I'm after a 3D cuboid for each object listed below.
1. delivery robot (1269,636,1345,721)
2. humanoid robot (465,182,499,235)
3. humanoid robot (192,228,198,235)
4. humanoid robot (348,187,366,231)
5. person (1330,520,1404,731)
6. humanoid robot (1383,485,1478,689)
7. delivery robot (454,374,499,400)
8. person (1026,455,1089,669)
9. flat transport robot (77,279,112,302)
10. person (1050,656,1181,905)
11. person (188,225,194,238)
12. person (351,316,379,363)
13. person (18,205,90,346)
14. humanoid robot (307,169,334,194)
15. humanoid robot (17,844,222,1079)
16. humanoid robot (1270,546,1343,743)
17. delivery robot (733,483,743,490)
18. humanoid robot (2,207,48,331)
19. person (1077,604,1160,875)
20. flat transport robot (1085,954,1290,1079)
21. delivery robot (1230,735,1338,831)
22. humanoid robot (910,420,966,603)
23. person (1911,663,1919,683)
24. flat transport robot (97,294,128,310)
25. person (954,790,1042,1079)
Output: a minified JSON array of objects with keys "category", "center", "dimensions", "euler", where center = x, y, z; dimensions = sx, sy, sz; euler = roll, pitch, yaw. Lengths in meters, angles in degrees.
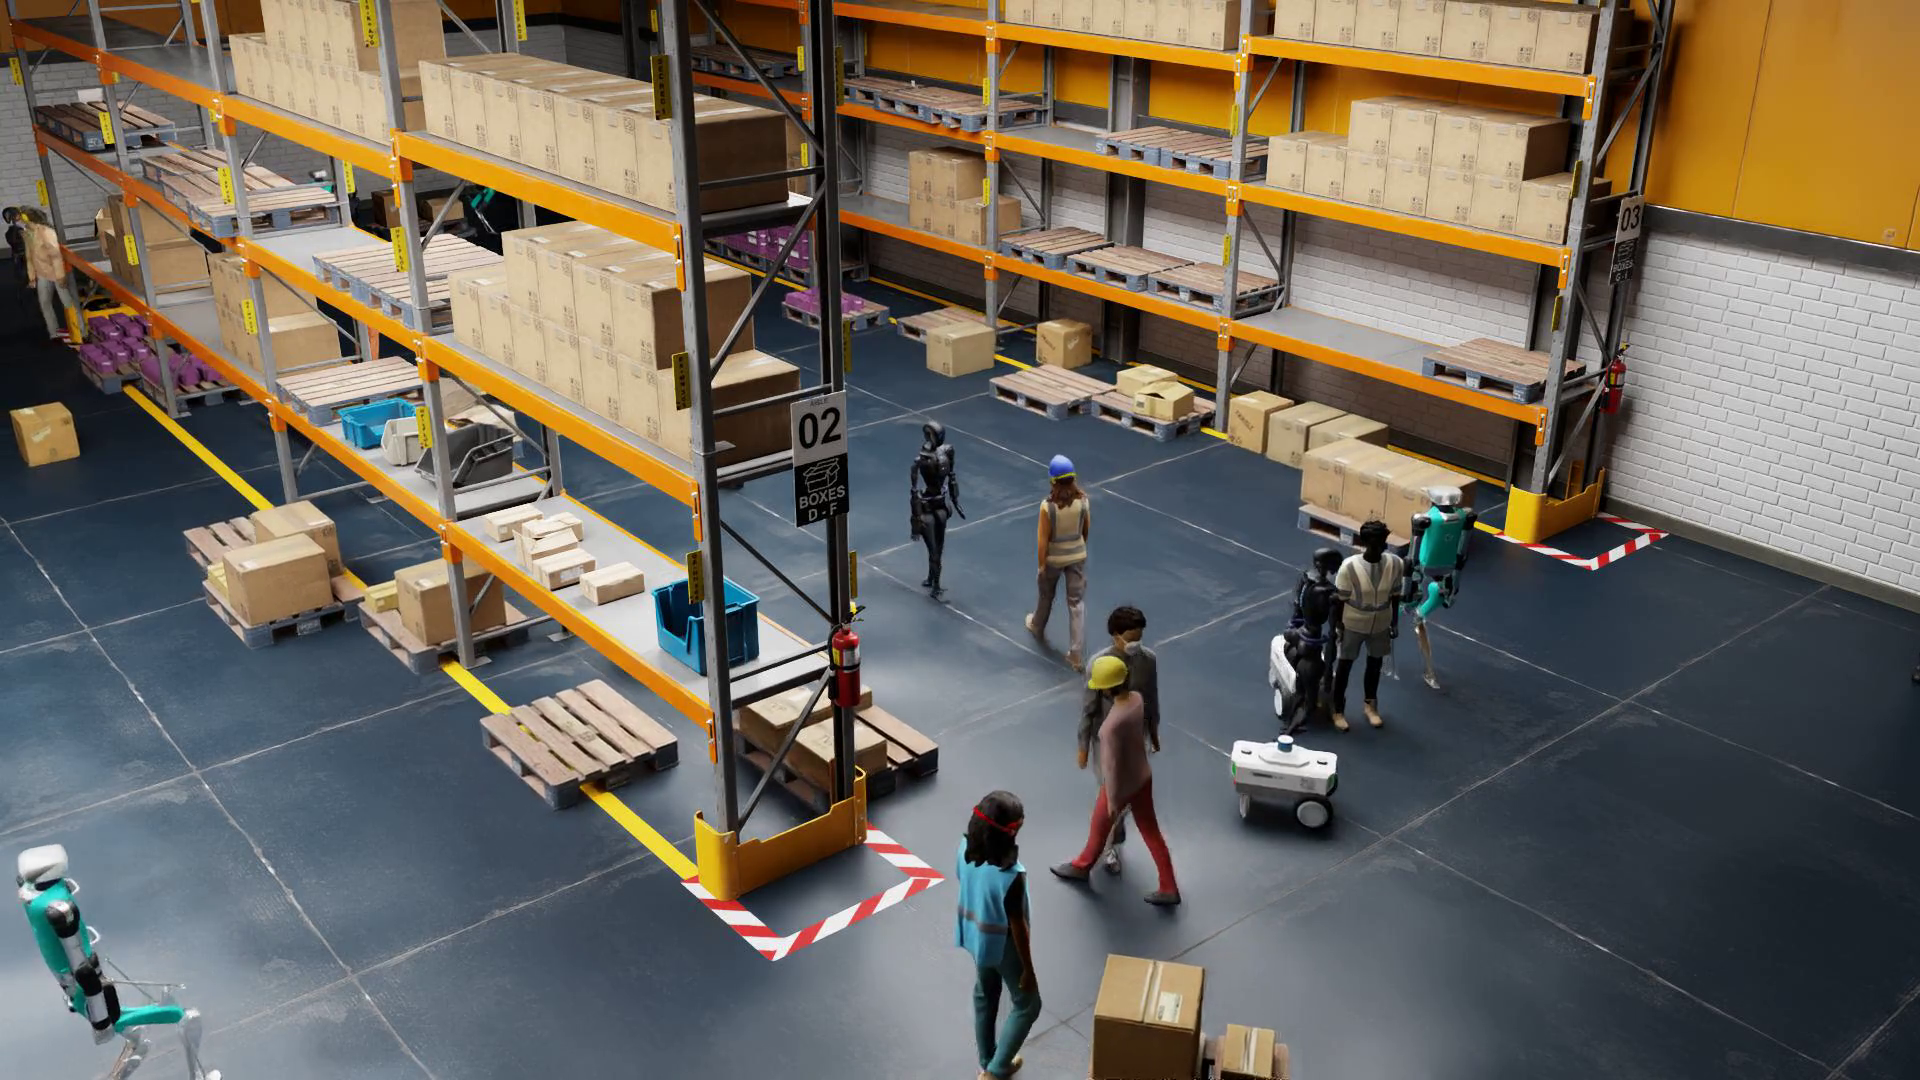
[{"category":"delivery robot","center":[2.653,1.032,12.880],"dimensions":[0.499,0.585,0.785],"euler":[-2,23,-5]},{"category":"humanoid robot","center":[-7.959,-5.859,27.497],"dimensions":[0.770,1.888,0.563],"euler":[11,26,24]},{"category":"humanoid robot","center":[-11.737,-4.856,25.113],"dimensions":[0.609,1.637,0.377],"euler":[13,26,27]},{"category":"humanoid robot","center":[-8.750,-4.338,23.976],"dimensions":[0.638,1.642,0.643],"euler":[1,23,1]},{"category":"person","center":[3.021,0.628,12.396],"dimensions":[0.534,1.691,0.320],"euler":[-4,24,-8]},{"category":"humanoid robot","center":[3.584,0.331,13.037],"dimensions":[0.534,1.766,0.750],"euler":[-7,24,-15]},{"category":"delivery robot","center":[-5.783,-1.938,19.788],"dimensions":[0.523,0.609,0.780],"euler":[-11,26,-24]},{"category":"person","center":[0.827,0.126,13.504],"dimensions":[0.457,1.730,0.880],"euler":[-4,24,-10]},{"category":"flat transport robot","center":[-12.050,-3.691,24.191],"dimensions":[1.431,0.231,0.659],"euler":[-10,25,-23]},{"category":"person","center":[1.013,1.498,10.361],"dimensions":[0.910,1.697,0.522],"euler":[14,27,30]},{"category":"person","center":[-11.062,-4.260,23.484],"dimensions":[0.675,1.882,0.655],"euler":[-7,24,-16]},{"category":"person","center":[-7.200,-2.755,20.147],"dimensions":[0.504,1.758,0.344],"euler":[13,27,28]},{"category":"person","center":[-11.820,-3.438,21.615],"dimensions":[0.609,1.847,0.443],"euler":[8,25,18]},{"category":"humanoid robot","center":[-9.409,-4.529,24.325],"dimensions":[0.697,1.830,0.531],"euler":[14,27,29]},{"category":"humanoid robot","center":[-4.284,2.261,8.570],"dimensions":[0.534,1.768,0.959],"euler":[21,31,40]},{"category":"humanoid robot","center":[2.511,0.788,12.077],"dimensions":[0.576,1.632,0.603],"euler":[-8,25,-17]},{"category":"delivery robot","center":[-2.573,-0.804,17.139],"dimensions":[0.499,0.590,0.789],"euler":[-10,25,-23]},{"category":"humanoid robot","center":[-12.534,-3.630,22.273],"dimensions":[0.616,1.654,0.332],"euler":[21,31,39]},{"category":"person","center":[1.021,1.263,10.680],"dimensions":[0.579,1.882,0.464],"euler":[-6,24,-13]},{"category":"flat transport robot","center":[1.206,3.138,8.378],"dimensions":[1.431,0.231,0.659],"euler":[5,24,12]},{"category":"delivery robot","center":[2.264,1.649,11.490],"dimensions":[0.785,0.614,0.504],"euler":[6,24,14]},{"category":"humanoid robot","center":[-0.205,-0.272,14.505],"dimensions":[0.474,1.646,0.601],"euler":[19,30,38]},{"category":"person","center":[7.808,0.260,12.963],"dimensions":[0.547,1.923,0.385],"euler":[15,28,31]},{"category":"flat transport robot","center":[-11.335,-3.387,23.487],"dimensions":[1.431,0.231,0.659],"euler":[-18,29,-36]},{"category":"person","center":[0.205,2.130,8.708],"dimensions":[0.419,1.864,0.526],"euler":[-18,29,-35]}]
